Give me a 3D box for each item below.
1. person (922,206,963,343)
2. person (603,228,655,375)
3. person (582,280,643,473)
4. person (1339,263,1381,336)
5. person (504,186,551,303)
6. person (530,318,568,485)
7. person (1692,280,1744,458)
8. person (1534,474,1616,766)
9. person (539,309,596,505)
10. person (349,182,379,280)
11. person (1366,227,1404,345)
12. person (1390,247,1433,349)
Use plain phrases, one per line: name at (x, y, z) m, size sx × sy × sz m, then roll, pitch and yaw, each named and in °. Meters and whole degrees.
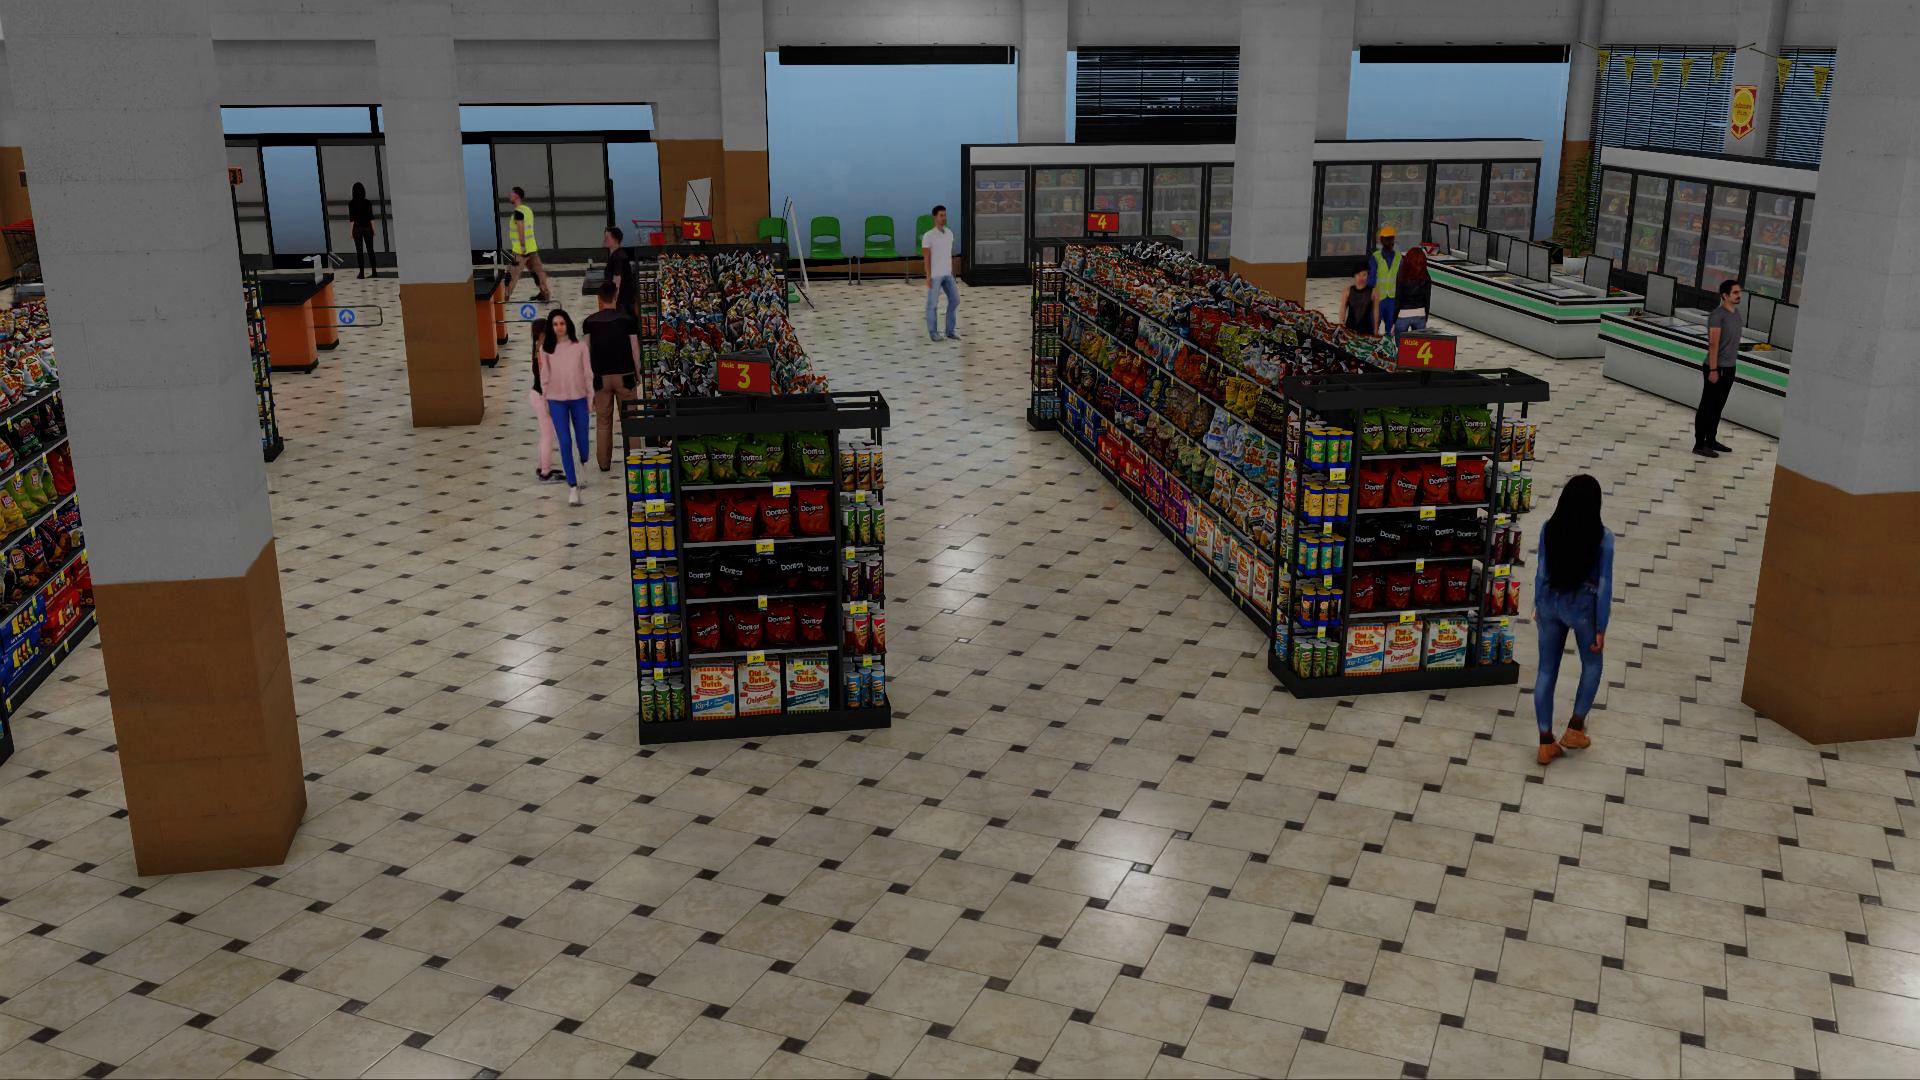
person at (-0.326, -3.652, 22.844) m, size 0.829 × 1.849 × 0.880 m, roll -12°, pitch 20°, yaw -33°
person at (-4.080, -2.894, 20.440) m, size 0.956 × 1.795 × 1.212 m, roll -7°, pitch 18°, yaw -21°
person at (-3.349, -1.586, 16.052) m, size 0.712 × 1.841 × 0.630 m, roll -1°, pitch 17°, yaw -2°
person at (4.599, -2.380, 19.170) m, size 0.938 × 1.550 × 1.128 m, roll 6°, pitch 18°, yaw 20°
person at (-6.716, -4.537, 25.858) m, size 1.017 × 1.792 × 1.191 m, roll 3°, pitch 17°, yaw 9°
person at (-3.921, -1.317, 15.657) m, size 0.620 × 1.557 × 0.491 m, roll -7°, pitch 18°, yaw -21°
person at (7.635, -1.743, 16.717) m, size 0.703 × 1.755 × 0.726 m, roll -15°, pitch 23°, yaw -41°
person at (3.437, 0.481, 9.492) m, size 0.781 × 1.699 × 0.843 m, roll 13°, pitch 21°, yaw 36°
person at (-3.534, -1.223, 15.017) m, size 0.641 × 1.748 × 0.892 m, roll -3°, pitch 17°, yaw -8°
person at (-10.375, -5.379, 28.890) m, size 0.641 × 1.642 × 0.619 m, roll -10°, pitch 20°, yaw -30°
person at (5.266, -3.007, 20.788) m, size 0.689 × 1.810 × 0.638 m, roll -5°, pitch 18°, yaw -15°
person at (5.143, -2.455, 19.009) m, size 0.612 × 1.787 × 0.583 m, roll 0°, pitch 17°, yaw 0°
